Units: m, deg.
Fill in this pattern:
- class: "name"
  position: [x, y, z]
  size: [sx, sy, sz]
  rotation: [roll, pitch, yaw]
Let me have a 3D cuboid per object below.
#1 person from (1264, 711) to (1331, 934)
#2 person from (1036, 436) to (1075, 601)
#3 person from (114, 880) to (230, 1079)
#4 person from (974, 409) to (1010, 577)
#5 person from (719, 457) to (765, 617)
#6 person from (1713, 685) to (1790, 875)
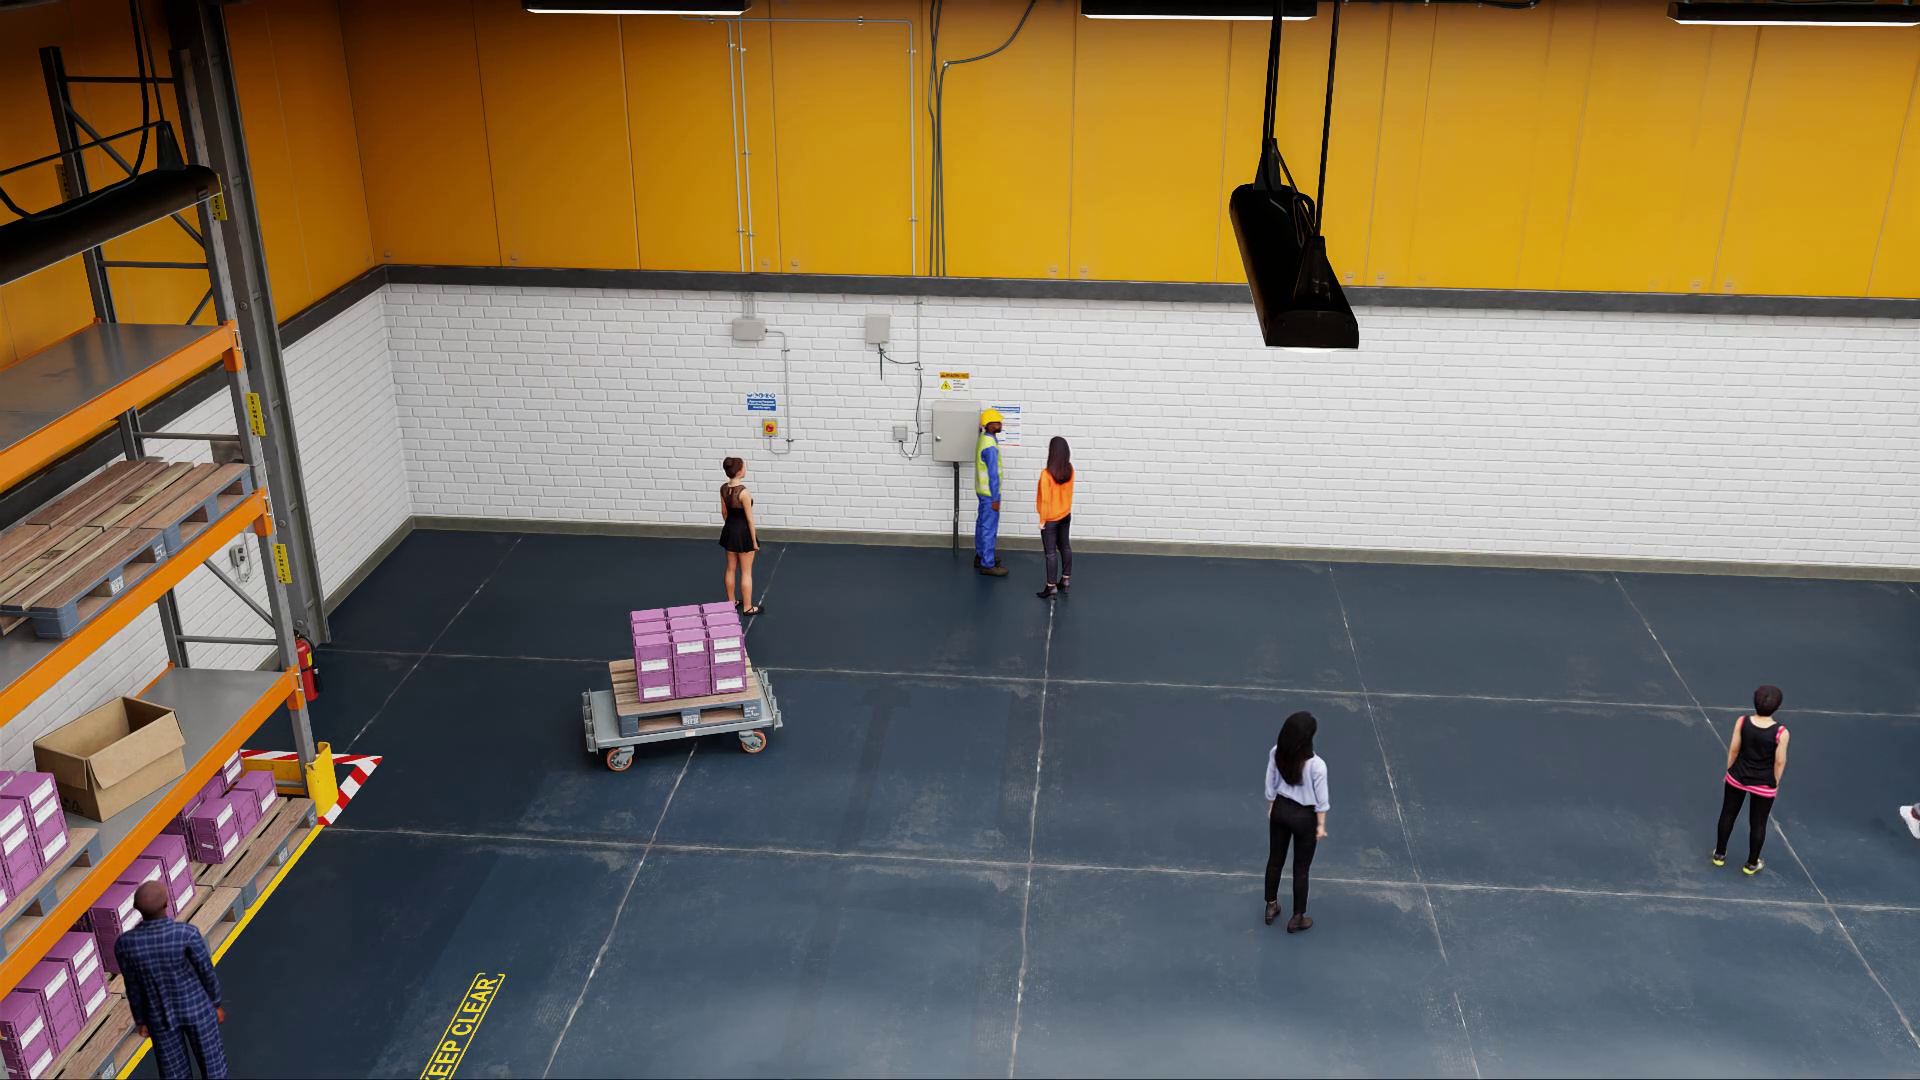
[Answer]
- class: "person"
  position: [2.374, 1.999, 11.853]
  size: [0.730, 1.743, 0.753]
  rotation: [20, 30, 38]
- class: "person"
  position: [0.979, -0.236, 16.959]
  size: [0.768, 1.748, 0.687]
  rotation: [21, 31, 39]
- class: "person"
  position: [-4.661, 2.800, 9.926]
  size: [0.741, 1.819, 0.726]
  rotation: [-6, 24, -14]
- class: "person"
  position: [0.311, -0.528, 17.547]
  size: [0.769, 1.813, 0.590]
  rotation: [-3, 24, -7]
- class: "person"
  position: [-2.216, -0.053, 16.632]
  size: [0.677, 1.675, 0.712]
  rotation: [18, 29, 35]
- class: "person"
  position: [5.985, 1.791, 12.567]
  size: [0.627, 1.552, 0.662]
  rotation: [18, 29, 35]
